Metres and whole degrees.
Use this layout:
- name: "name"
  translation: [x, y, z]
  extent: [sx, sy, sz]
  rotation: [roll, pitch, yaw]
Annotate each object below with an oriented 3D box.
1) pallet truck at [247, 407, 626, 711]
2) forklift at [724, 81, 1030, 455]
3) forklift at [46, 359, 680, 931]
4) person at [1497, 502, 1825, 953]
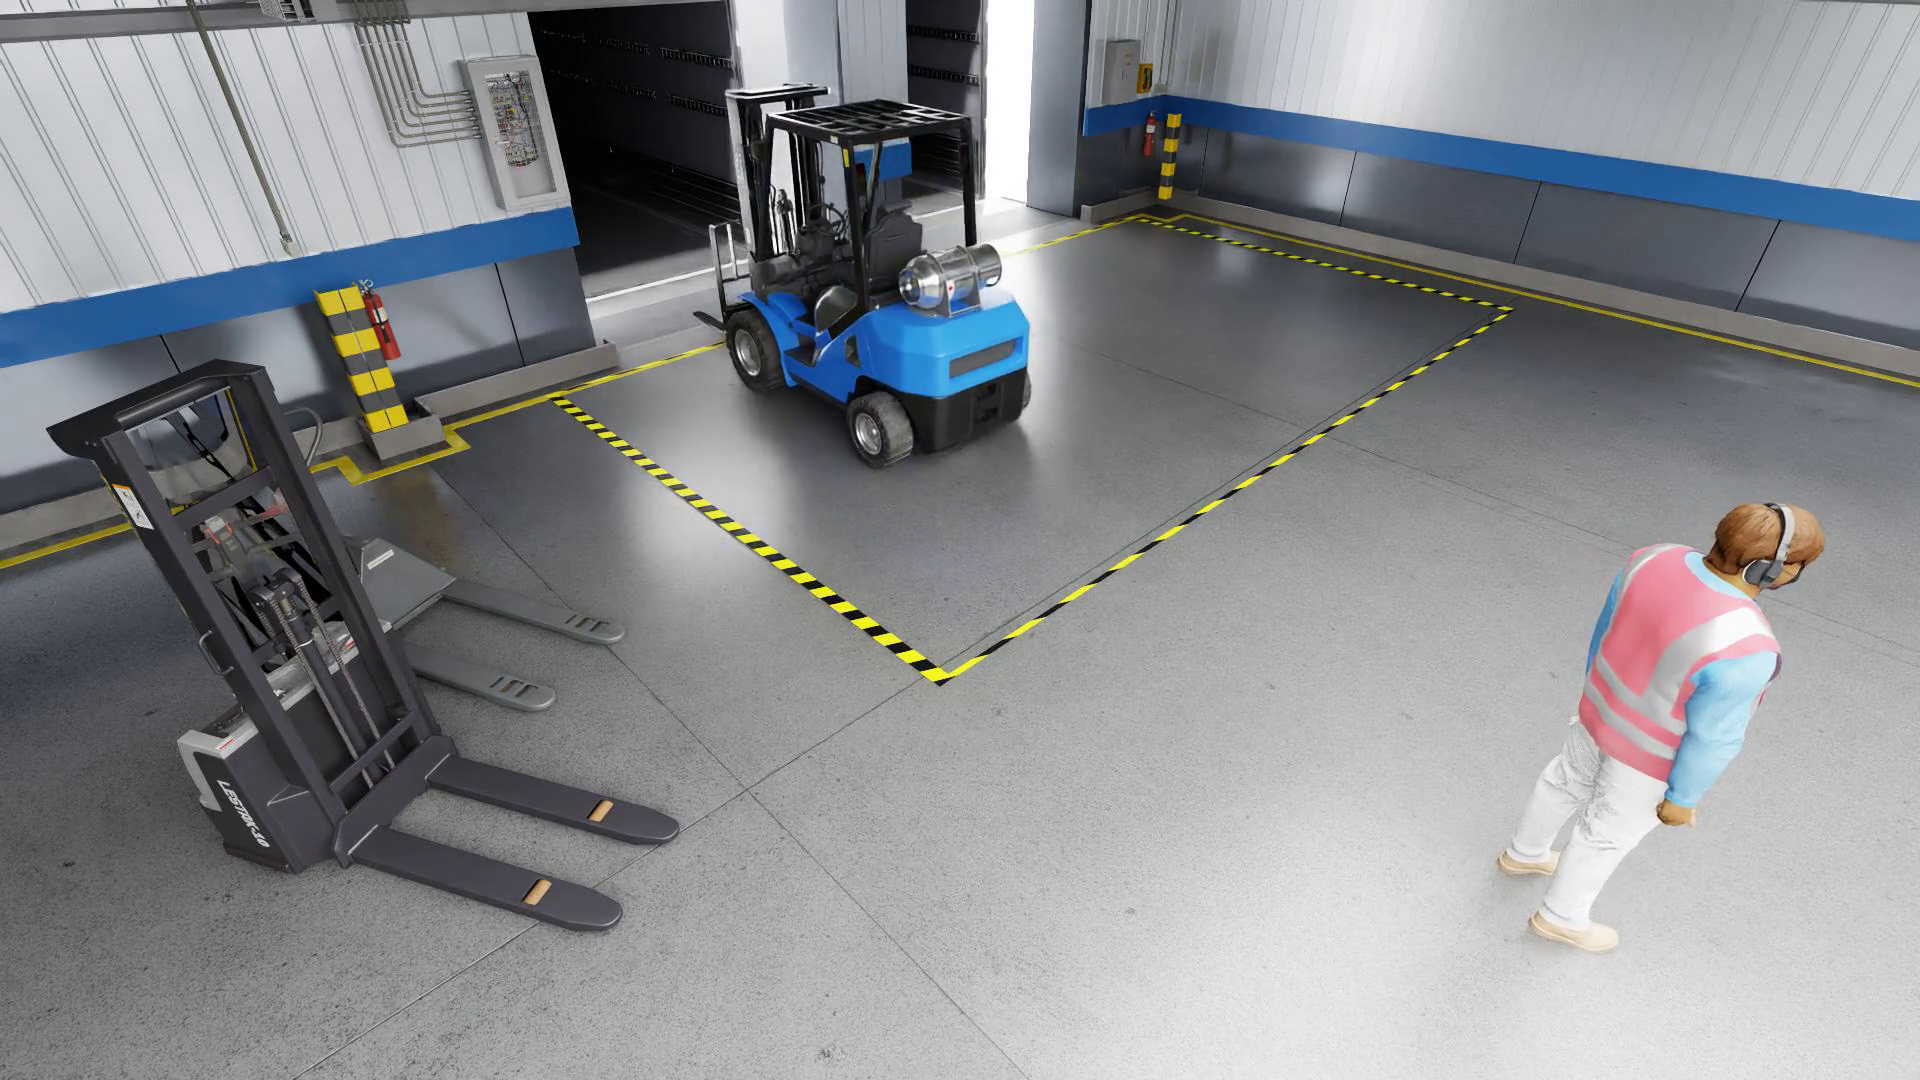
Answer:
- name: "pallet truck"
  translation: [-2.628, 0.038, 4.590]
  extent: [1.601, 1.201, 0.680]
  rotation: [12, 36, 18]
- name: "forklift"
  translation: [-0.696, -2.083, 6.716]
  extent: [1.157, 2.036, 2.680]
  rotation: [-26, 42, -33]
- name: "forklift"
  translation: [-2.135, 0.422, 3.354]
  extent: [1.885, 1.965, 0.823]
  rotation: [10, 35, 14]
- name: "person"
  translation: [2.344, 0.664, 3.134]
  extent: [0.429, 1.841, 0.633]
  rotation: [3, 34, 4]
